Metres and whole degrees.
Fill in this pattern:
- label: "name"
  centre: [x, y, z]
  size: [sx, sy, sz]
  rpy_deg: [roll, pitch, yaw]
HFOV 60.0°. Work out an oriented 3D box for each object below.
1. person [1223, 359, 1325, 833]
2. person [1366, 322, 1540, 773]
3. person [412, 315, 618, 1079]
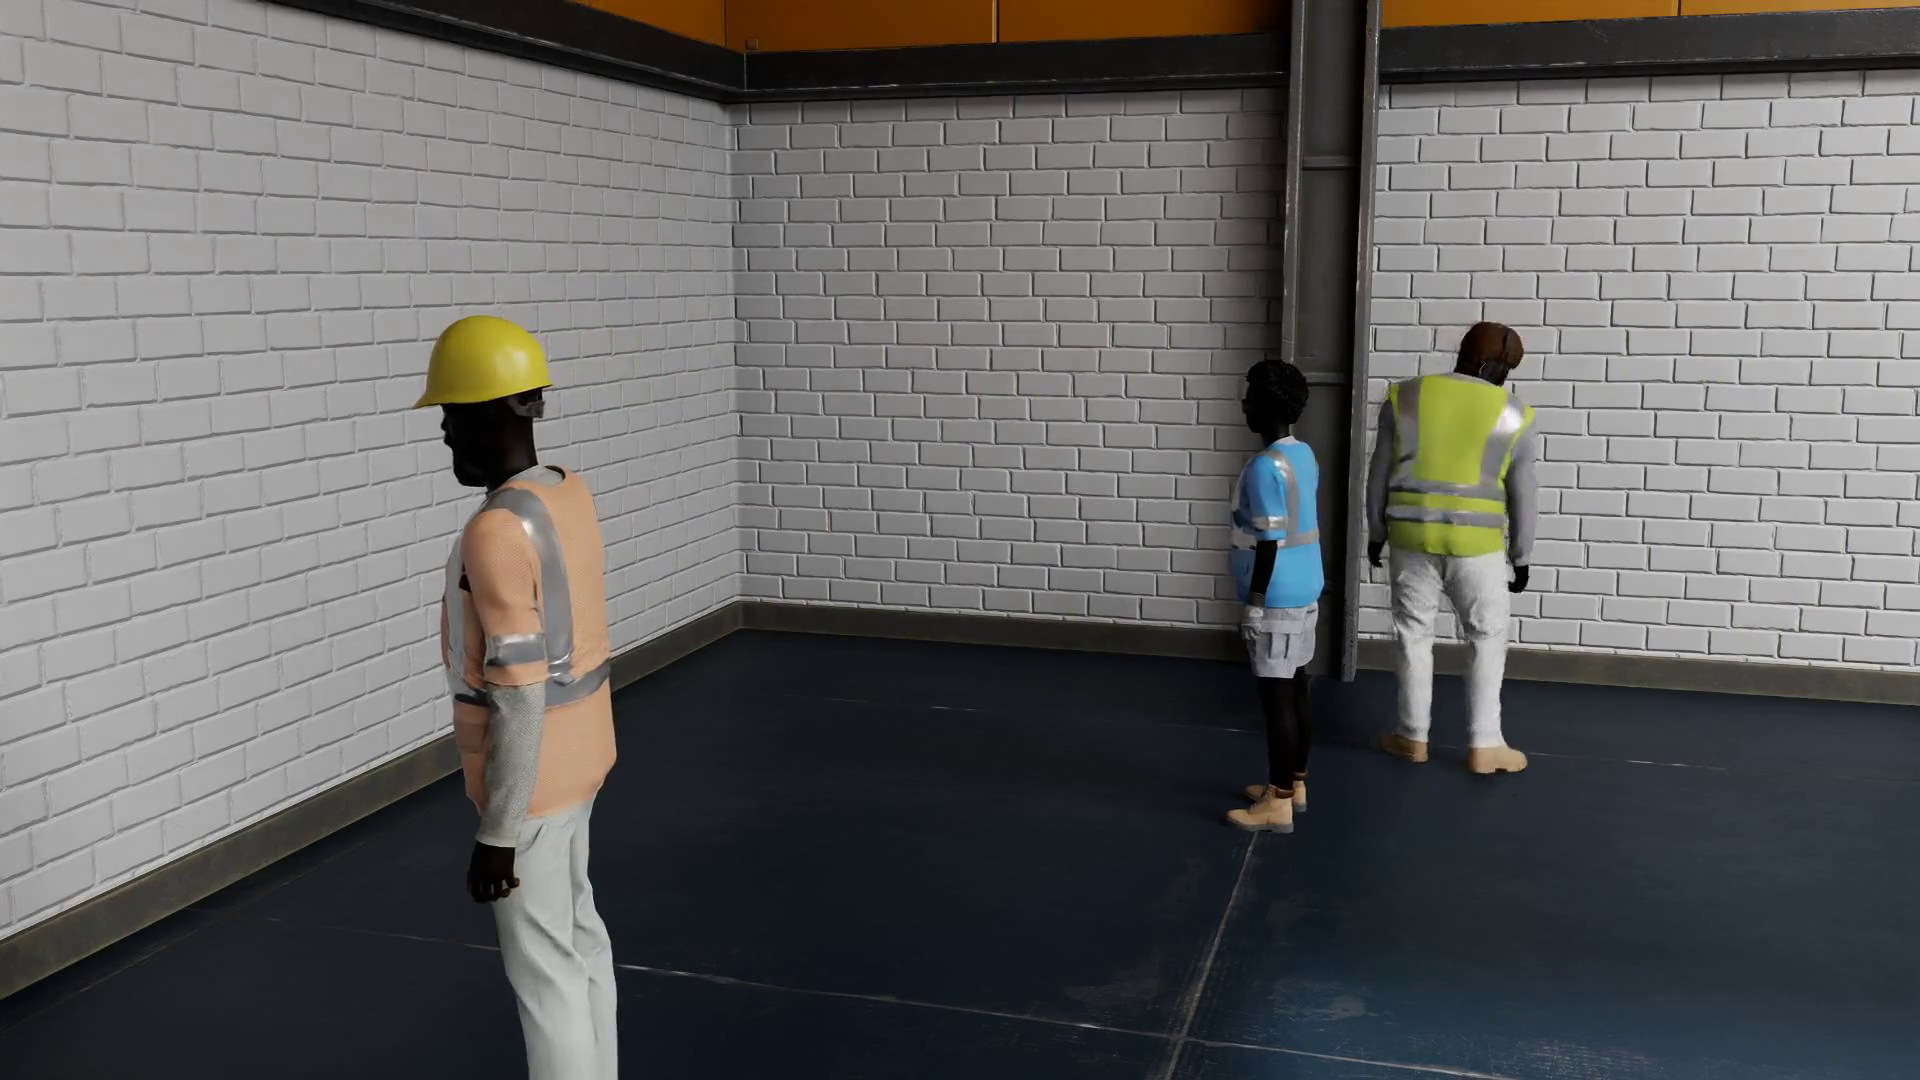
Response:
- label: "person"
  centre: [1.134, 0.202, 5.989]
  size: [0.322, 1.696, 0.536]
  rpy_deg: [5, 10, 26]
- label: "person"
  centre: [1.988, 0.033, 6.706]
  size: [0.702, 1.809, 0.442]
  rpy_deg: [4, 10, 22]
- label: "person"
  centre: [-0.932, 0.493, 3.527]
  size: [0.385, 1.922, 0.594]
  rpy_deg: [0, 9, 0]
